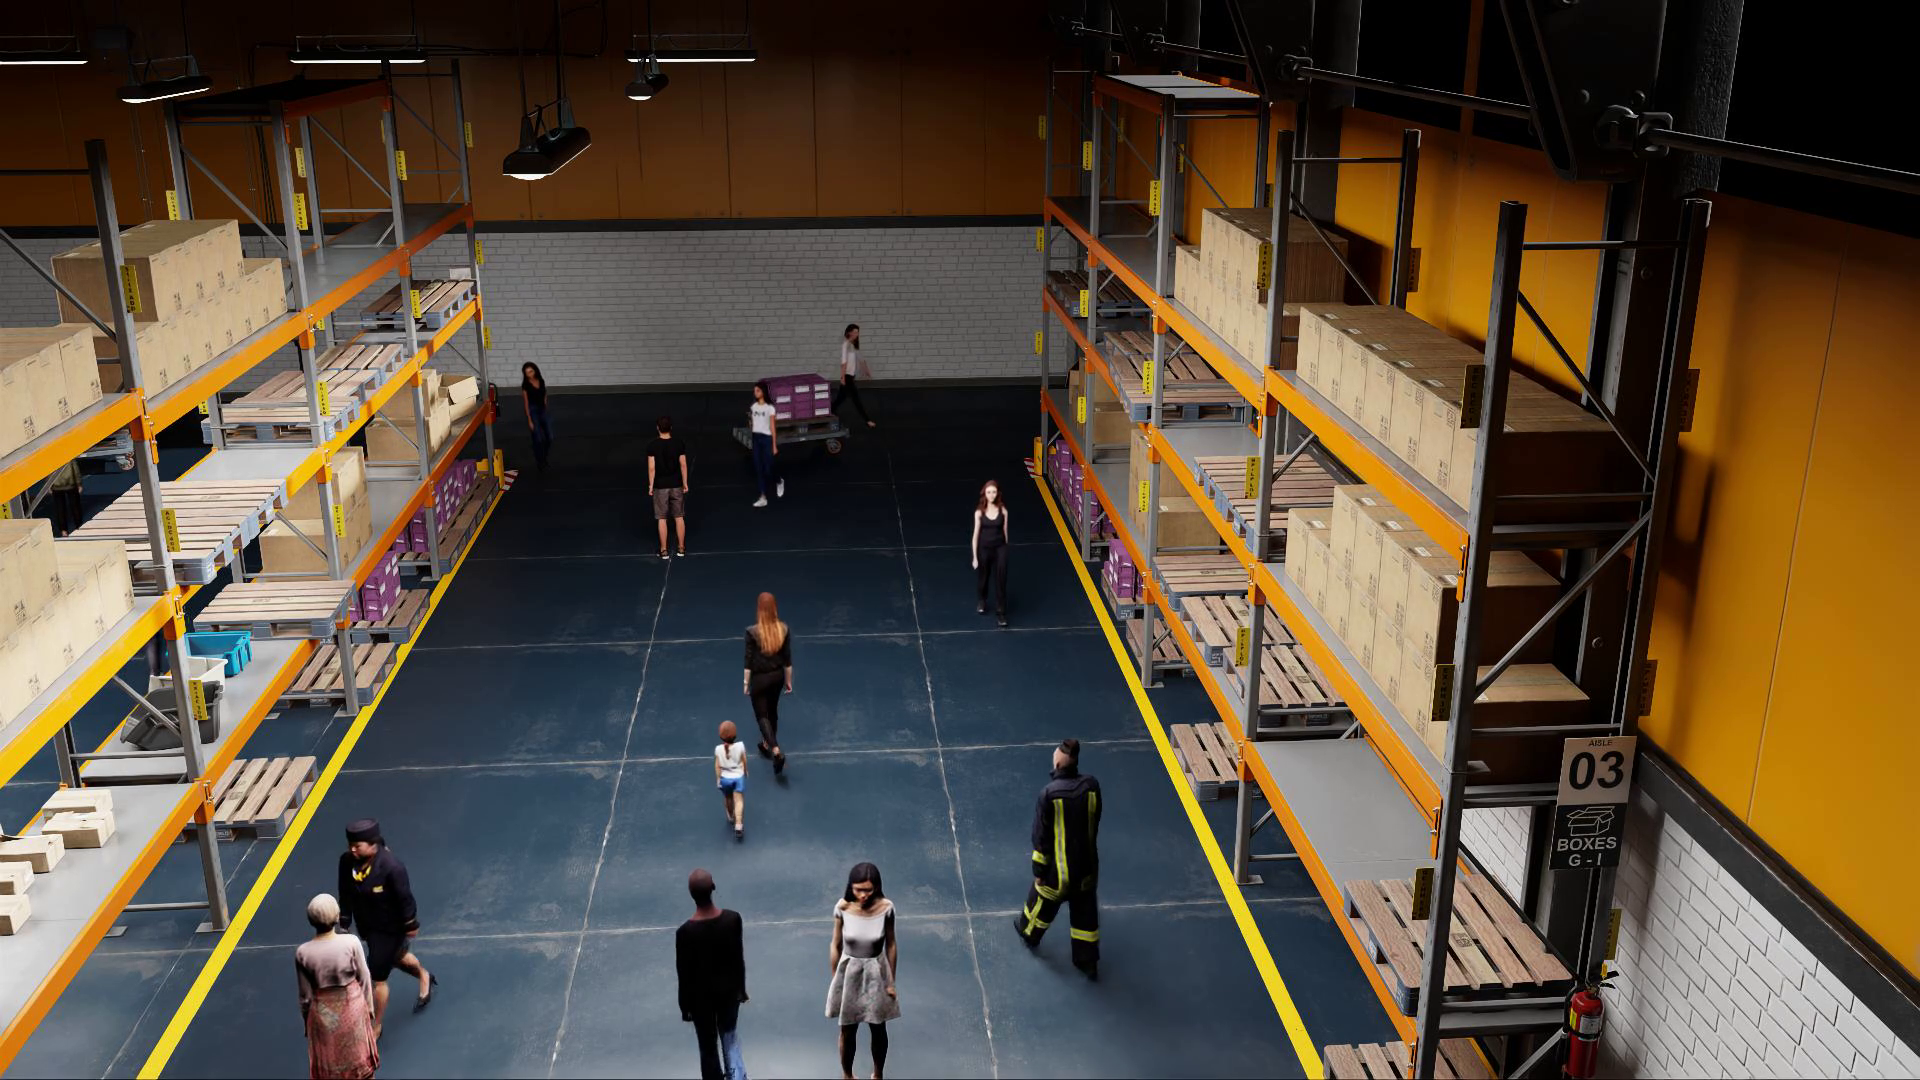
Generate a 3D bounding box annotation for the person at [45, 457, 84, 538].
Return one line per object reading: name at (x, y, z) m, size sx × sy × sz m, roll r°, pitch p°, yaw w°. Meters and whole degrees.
person at (-11.686, -0.698, 21.699) m, size 0.594 × 1.475 × 0.530 m, roll -4°, pitch 19°, yaw -10°

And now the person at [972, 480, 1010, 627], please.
person at (0.349, 0.114, 18.959) m, size 0.622 × 1.684 × 1.122 m, roll -2°, pitch 19°, yaw -7°

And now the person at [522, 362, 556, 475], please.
person at (-6.322, -1.813, 24.638) m, size 0.772 × 1.712 × 0.714 m, roll 14°, pitch 23°, yaw 36°

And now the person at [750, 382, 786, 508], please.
person at (-2.675, -1.336, 23.142) m, size 0.871 × 1.763 × 0.959 m, roll 12°, pitch 22°, yaw 31°

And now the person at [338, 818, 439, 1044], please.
person at (-3.942, 2.651, 11.519) m, size 1.043 × 1.625 × 1.208 m, roll 9°, pitch 20°, yaw 24°

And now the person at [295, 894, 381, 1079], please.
person at (-3.895, 2.983, 10.428) m, size 0.660 × 1.692 × 0.665 m, roll -8°, pitch 20°, yaw -24°

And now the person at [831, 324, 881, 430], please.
person at (-1.889, -2.598, 26.956) m, size 1.027 × 1.720 × 1.196 m, roll 6°, pitch 19°, yaw 17°

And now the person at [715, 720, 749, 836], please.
person at (-1.954, 2.046, 14.285) m, size 0.451 × 1.006 × 0.725 m, roll -2°, pitch 19°, yaw -7°

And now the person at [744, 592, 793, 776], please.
person at (-1.754, 1.334, 15.327) m, size 0.865 × 1.691 × 1.124 m, roll -9°, pitch 20°, yaw -24°

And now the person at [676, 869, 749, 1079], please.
person at (-1.532, 2.917, 10.552) m, size 0.773 × 1.738 × 0.903 m, roll -9°, pitch 21°, yaw -25°

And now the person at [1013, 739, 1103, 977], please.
person at (0.824, 2.337, 12.122) m, size 1.040 × 1.835 × 1.196 m, roll -9°, pitch 21°, yaw -26°

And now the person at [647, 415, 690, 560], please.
person at (-3.700, -0.685, 21.055) m, size 0.737 × 1.862 × 0.695 m, roll -8°, pitch 20°, yaw -22°

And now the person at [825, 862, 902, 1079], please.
person at (-0.618, 2.853, 10.681) m, size 0.647 × 1.776 × 0.631 m, roll -1°, pitch 19°, yaw -2°
